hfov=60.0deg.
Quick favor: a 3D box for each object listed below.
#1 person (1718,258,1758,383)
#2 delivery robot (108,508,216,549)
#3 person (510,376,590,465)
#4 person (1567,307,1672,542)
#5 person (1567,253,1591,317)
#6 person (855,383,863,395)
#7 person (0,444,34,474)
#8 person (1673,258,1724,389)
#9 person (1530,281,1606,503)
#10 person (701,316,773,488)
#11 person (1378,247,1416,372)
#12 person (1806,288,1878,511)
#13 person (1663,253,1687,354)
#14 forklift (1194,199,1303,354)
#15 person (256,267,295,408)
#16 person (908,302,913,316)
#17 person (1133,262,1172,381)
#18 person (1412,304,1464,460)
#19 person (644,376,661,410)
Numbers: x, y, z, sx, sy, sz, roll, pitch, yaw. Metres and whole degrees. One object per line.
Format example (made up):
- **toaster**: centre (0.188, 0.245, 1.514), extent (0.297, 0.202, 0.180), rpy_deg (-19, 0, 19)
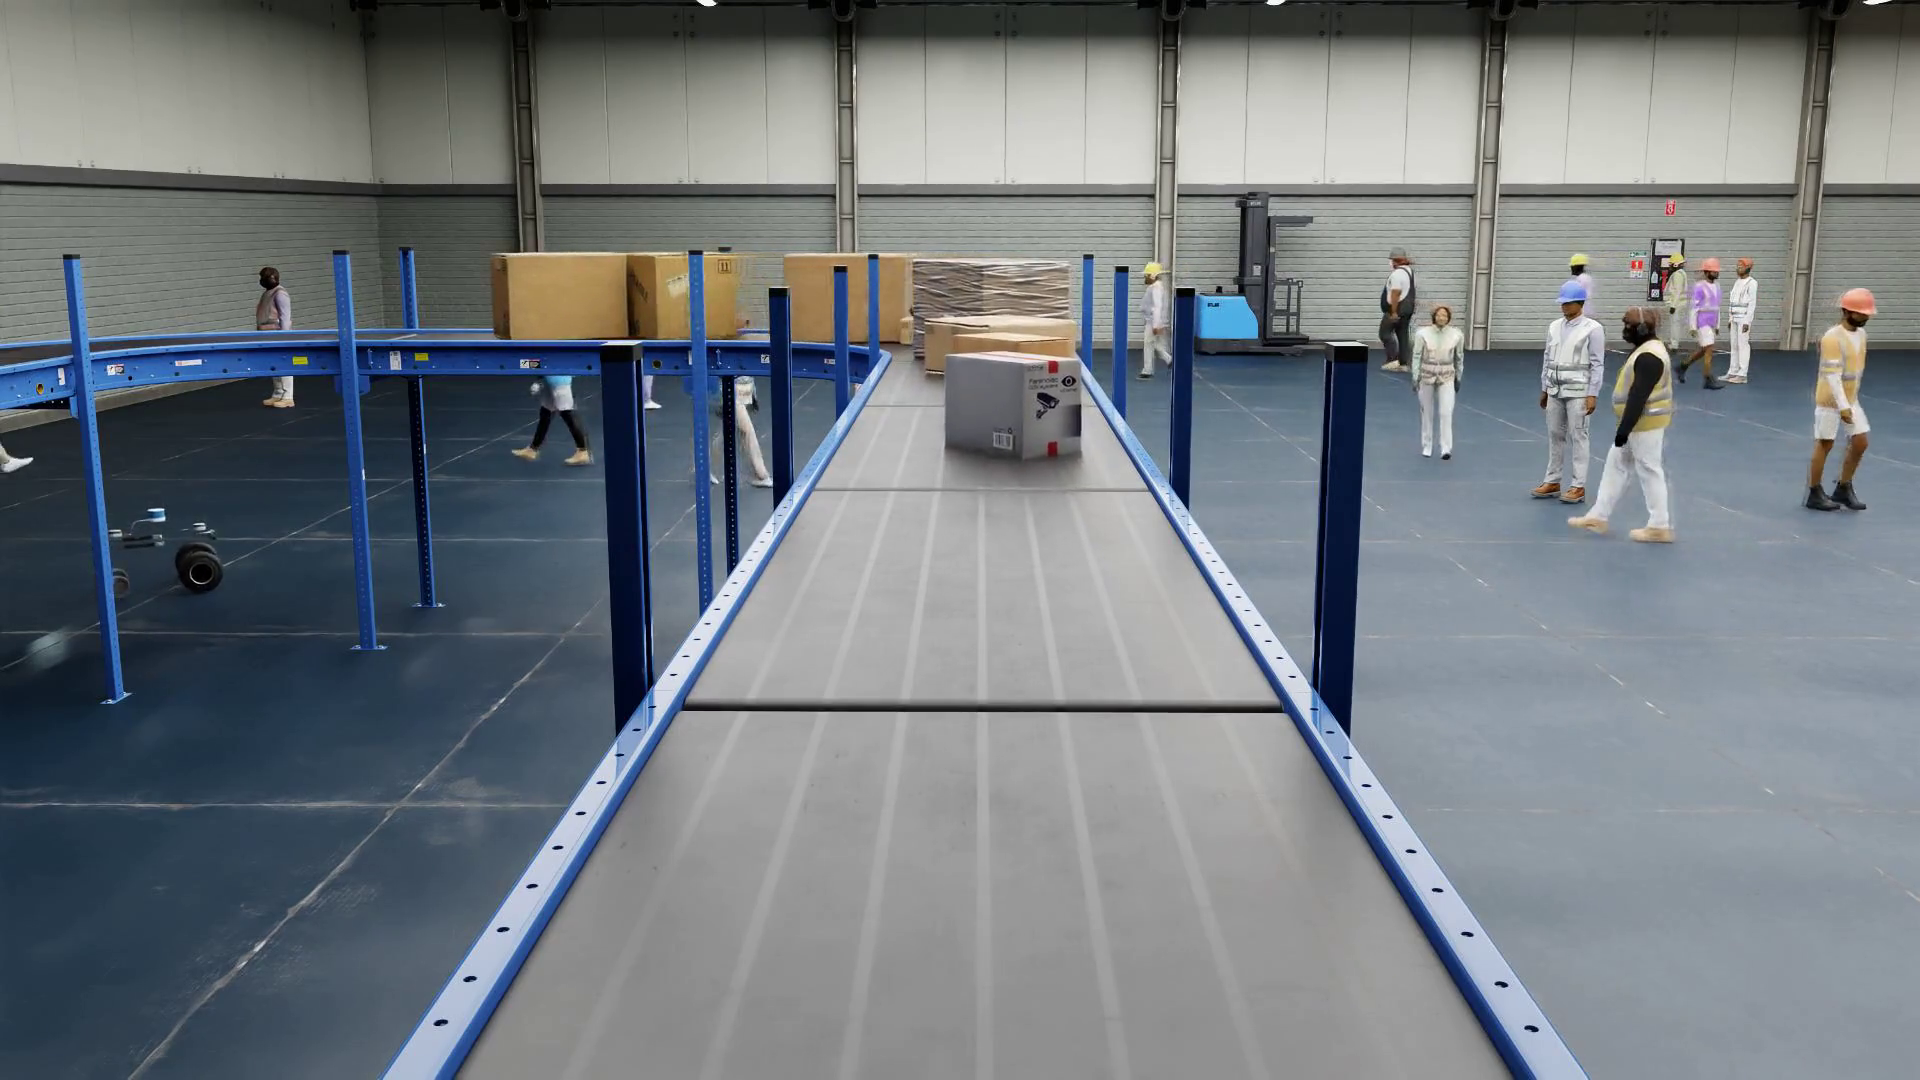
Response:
- **person**: centre (11.847, -3.334, 25.263), extent (0.355, 1.885, 0.574), rpy_deg (0, 11, -2)
- **delivery robot**: centre (-5.425, -0.095, 11.243), extent (0.698, 0.223, 0.335), rpy_deg (-6, 12, -27)
- **person**: centre (-4.172, -1.579, 16.821), extent (0.863, 1.655, 0.552), rpy_deg (-1, 11, -7)
- **person**: centre (5.166, -0.898, 12.932), extent (0.857, 1.806, 0.642), rpy_deg (4, 12, 18)
- **person**: centre (10.083, -3.706, 27.096), extent (0.493, 1.913, 0.620), rpy_deg (6, 13, 28)
- **person**: centre (-1.066, -2.247, 19.387), extent (0.611, 1.996, 0.378), rpy_deg (-3, 11, -16)
- **person**: centre (-9.430, -1.485, 15.962), extent (0.573, 1.802, 0.839), rpy_deg (6, 13, 30)
- **person**: centre (10.955, -3.206, 24.548), extent (0.551, 1.912, 0.823), rpy_deg (-7, 13, -33)
- **person**: centre (5.385, -1.315, 14.725), extent (0.401, 1.944, 0.618), rpy_deg (-6, 12, -27)
- **person**: centre (-2.108, -1.294, 15.512), extent (0.859, 1.598, 0.524), rpy_deg (2, 11, 12)
- **person**: centre (7.101, -3.736, 27.032), extent (0.535, 2.000, 0.694), rpy_deg (9, 14, 40)
- **person**: centre (7.515, -1.182, 14.143), extent (0.561, 1.903, 0.599), rpy_deg (-5, 12, -26)
- **person**: centre (13.131, -4.343, 30.578), extent (0.404, 1.833, 0.592), rpy_deg (6, 12, 27)
- **forklift**: centre (5.313, -4.851, 30.603), extent (1.873, 2.768, 1.129), rpy_deg (0, 11, 1)
- **person**: centre (-9.086, -2.689, 22.056), extent (0.430, 1.845, 0.619), rpy_deg (-9, 14, -39)
- **person**: centre (-0.540, -1.961, 18.916), extent (0.411, 1.606, 0.591), rpy_deg (2, 11, 12)
- **person**: centre (3.023, -3.373, 25.633), extent (0.610, 1.819, 0.605), rpy_deg (1, 11, 7)
- **person**: centre (4.942, -1.627, 17.228), extent (0.520, 1.600, 0.841), rpy_deg (3, 11, 13)
- **person**: centre (-4.092, -2.641, 21.685), extent (0.437, 1.892, 0.646), rpy_deg (-11, 15, -44)
